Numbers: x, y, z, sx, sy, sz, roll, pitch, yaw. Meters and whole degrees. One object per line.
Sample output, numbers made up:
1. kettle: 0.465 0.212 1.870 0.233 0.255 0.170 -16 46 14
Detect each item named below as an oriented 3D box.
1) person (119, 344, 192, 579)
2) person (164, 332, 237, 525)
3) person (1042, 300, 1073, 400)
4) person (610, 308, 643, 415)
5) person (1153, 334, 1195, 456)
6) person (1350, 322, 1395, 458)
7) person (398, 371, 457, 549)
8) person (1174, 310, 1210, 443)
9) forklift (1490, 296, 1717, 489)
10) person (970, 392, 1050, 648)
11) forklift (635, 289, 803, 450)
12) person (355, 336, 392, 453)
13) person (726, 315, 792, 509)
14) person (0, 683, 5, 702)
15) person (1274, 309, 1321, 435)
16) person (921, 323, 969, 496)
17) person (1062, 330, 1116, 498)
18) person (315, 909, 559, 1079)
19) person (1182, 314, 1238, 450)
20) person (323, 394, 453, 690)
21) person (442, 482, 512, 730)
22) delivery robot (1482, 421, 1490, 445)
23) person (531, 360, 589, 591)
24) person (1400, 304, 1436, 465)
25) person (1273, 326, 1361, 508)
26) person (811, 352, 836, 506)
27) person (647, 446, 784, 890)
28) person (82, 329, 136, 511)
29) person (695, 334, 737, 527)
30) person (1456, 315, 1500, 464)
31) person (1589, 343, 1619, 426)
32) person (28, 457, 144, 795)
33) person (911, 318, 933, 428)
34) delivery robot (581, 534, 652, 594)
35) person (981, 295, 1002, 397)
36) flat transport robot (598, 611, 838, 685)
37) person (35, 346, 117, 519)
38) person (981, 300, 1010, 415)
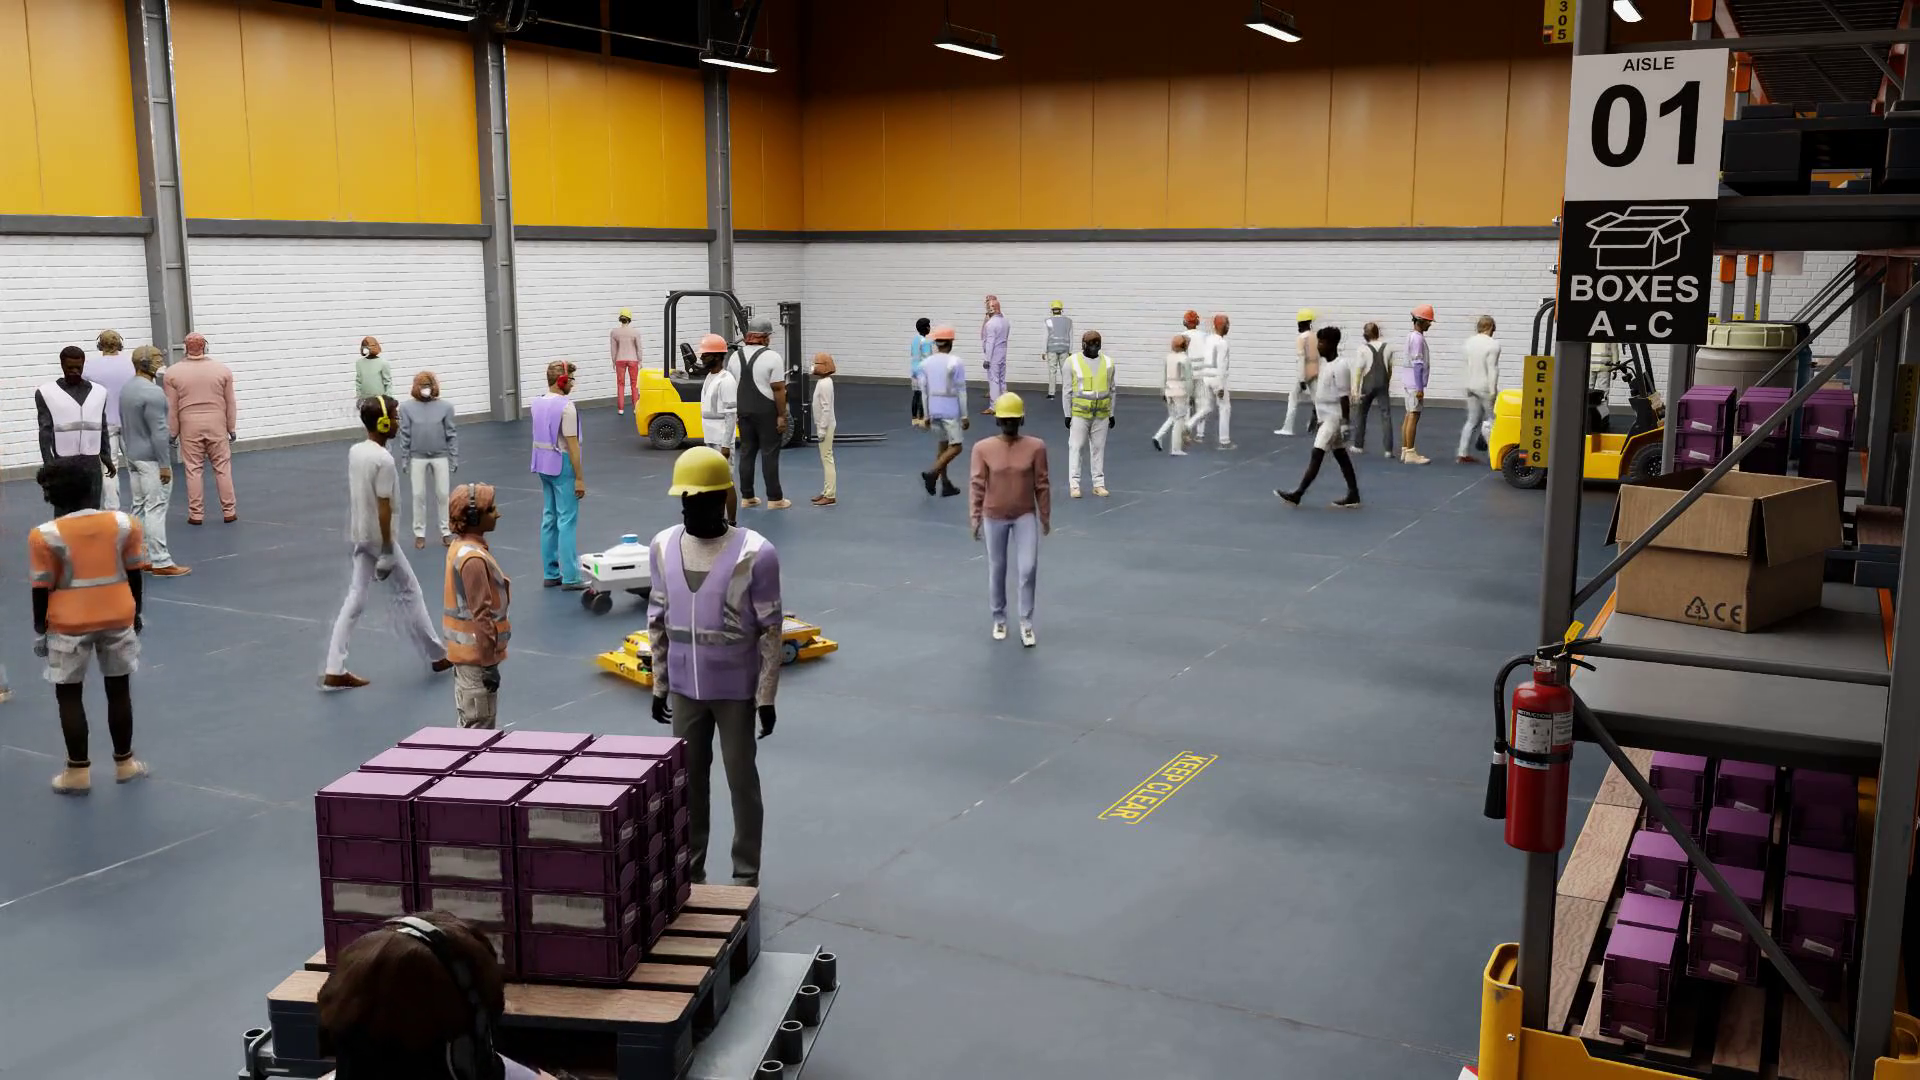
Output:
1. person: -6.713 -0.647 13.781 0.628 1.936 0.375 9 13 41
2. person: -7.513 -1.102 16.496 0.639 1.911 0.402 -5 11 -27
3. person: 1.782 -3.474 30.468 0.586 1.825 0.404 -2 10 -12
4. person: -5.542 -2.963 27.679 0.524 1.769 0.308 0 10 -2
5. person: 2.854 -1.906 21.990 0.419 1.625 0.517 -6 11 -30
6. person: 5.497 -1.984 22.051 0.536 1.779 0.892 0 10 -2
7. person: -4.849 -0.733 15.179 0.502 1.627 0.278 -4 10 -20
8. person: 3.267 -2.302 23.505 0.573 1.887 0.354 -3 10 -15
9. forklift: 7.296 -1.677 18.993 2.313 2.155 1.214 5 11 27
10. person: 0.345 -0.132 11.350 0.552 1.743 0.713 0 10 -1
11. forklift: -3.358 -2.392 23.136 2.313 2.155 1.214 -1 10 -5
12. person: -7.457 -1.772 21.165 0.501 1.633 0.286 3 10 16
13. person: -2.090 -1.351 17.554 0.683 2.000 0.536 6 11 30
14. person: -6.014 0.082 9.494 0.660 1.946 0.980 7 12 34
15. person: 5.110 -2.438 24.315 0.588 1.886 0.970 -9 13 -41
16. person: -0.201 -1.397 18.159 0.560 1.919 0.724 7 12 35
17. person: 1.434 -1.387 18.339 0.627 1.845 0.429 -3 10 -17
18. person: -0.691 1.388 2.303 0.653 1.831 0.453 4 10 20
19. person: 3.411 -2.140 22.683 0.759 1.858 0.595 -4 10 -20
20. person: -3.580 0.002 10.370 0.513 1.820 0.980 8 13 39
21. person: -2.230 0.550 7.709 0.309 1.641 0.514 -4 11 -24
22. delivery robot: 7.405 -1.517 22.536 0.707 0.478 0.477 -7 12 -36
23. person: -3.198 -0.508 13.260 0.563 1.838 0.390 9 14 43
24. person: 5.847 -1.983 21.231 0.383 2.036 0.605 1 10 6
25. person: 3.789 -1.272 17.440 0.999 1.910 0.636 0 10 -1
26. person: -1.463 -1.186 17.764 0.280 1.636 0.500 -1 10 -7
27. person: -1.000 0.577 6.717 0.589 1.928 0.386 4 10 21
28. person: -8.402 -1.127 16.571 0.640 1.938 0.394 -8 13 -39
29. person: -2.271 -0.948 15.514 0.360 1.939 0.543 -6 11 -30
30. person: 6.621 -1.897 21.105 0.639 1.901 0.654 -4 11 -22
31. person: 9.898 -2.672 25.811 0.600 1.827 0.403 5 11 28
32. person: -4.337 0.426 8.310 0.336 1.686 0.560 9 13 42
33. person: -0.582 -2.573 25.619 0.318 1.695 0.539 -5 11 -25
34. delivery robot: -2.488 0.201 12.578 0.707 0.478 0.477 -5 11 -31
35. person: 0.591 -3.607 31.009 0.399 1.905 0.642 3 10 15
36. flat transport robot: -1.570 0.686 10.878 1.431 0.197 0.652 -8 12 -38
37. person: -7.453 -0.680 14.040 0.390 1.913 0.588 7 12 35
38. person: 0.569 -3.045 27.754 0.408 1.907 0.638 5 11 28
